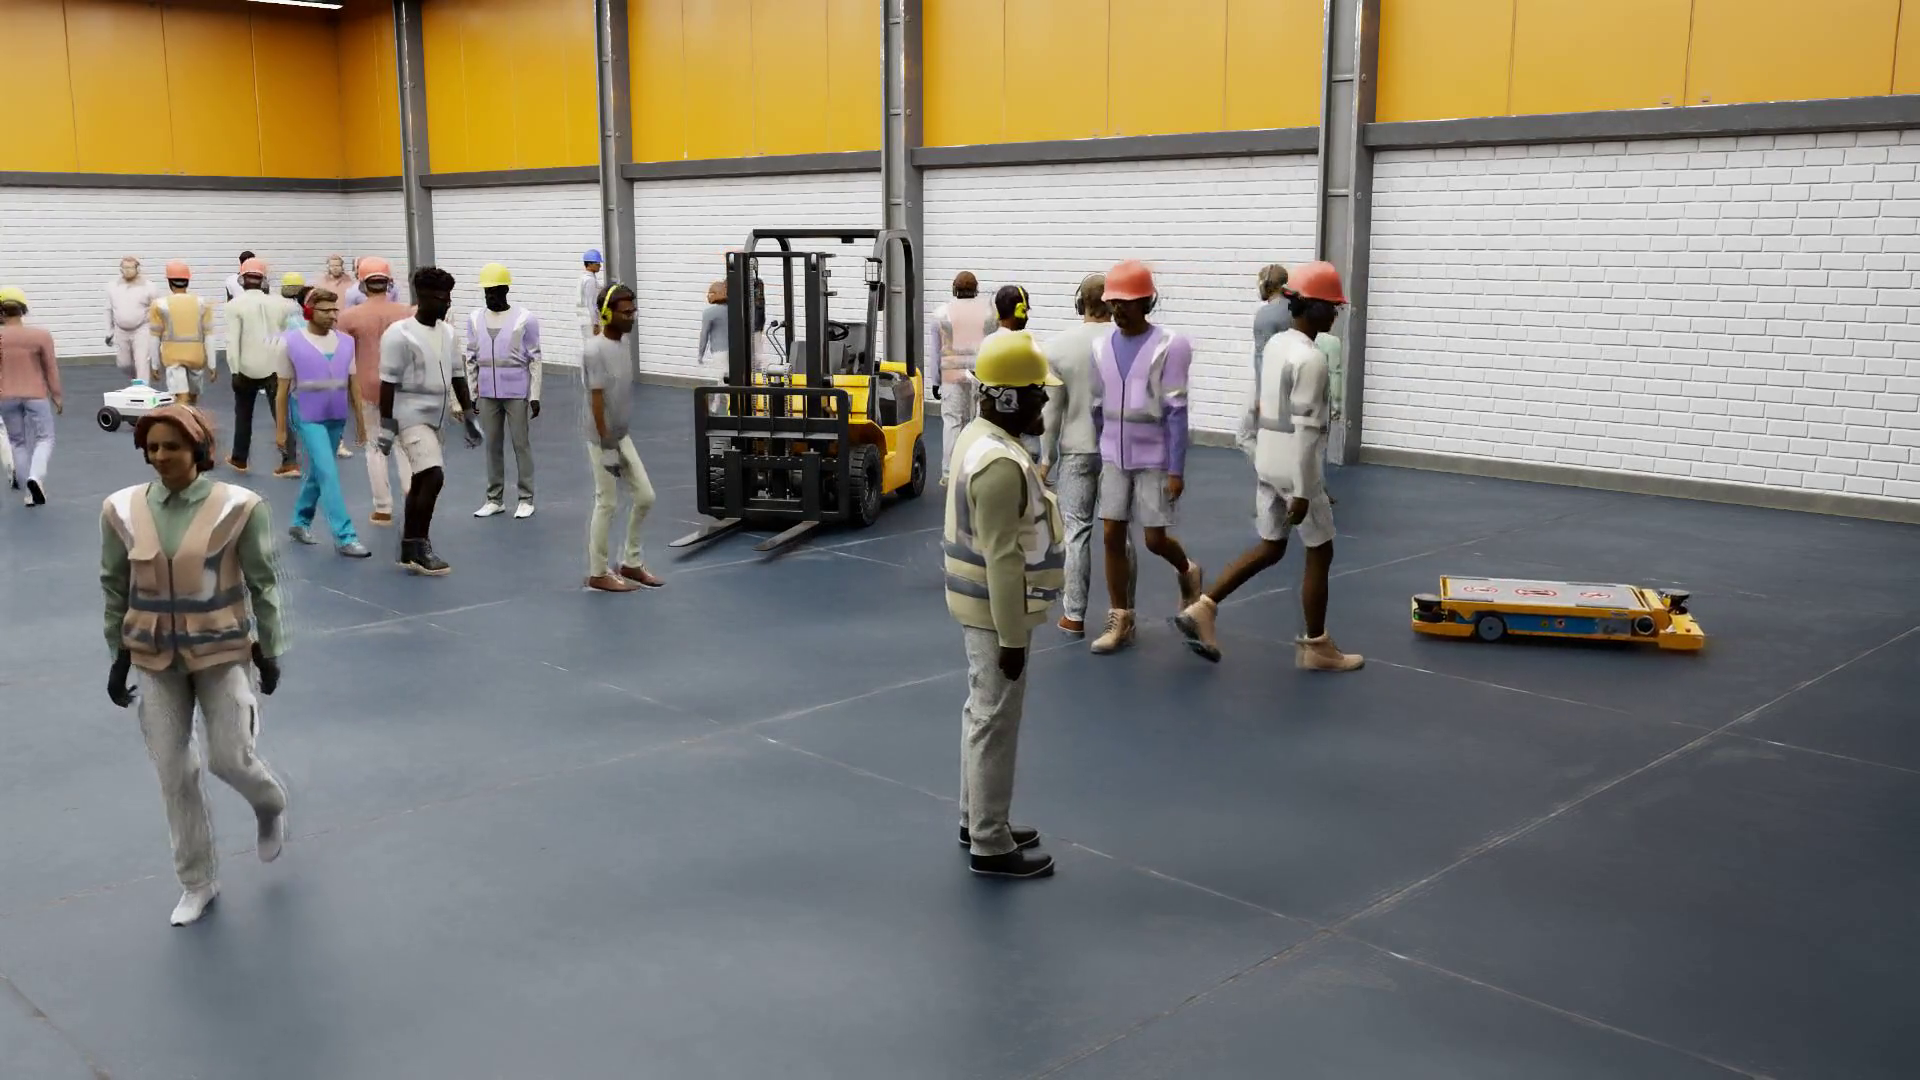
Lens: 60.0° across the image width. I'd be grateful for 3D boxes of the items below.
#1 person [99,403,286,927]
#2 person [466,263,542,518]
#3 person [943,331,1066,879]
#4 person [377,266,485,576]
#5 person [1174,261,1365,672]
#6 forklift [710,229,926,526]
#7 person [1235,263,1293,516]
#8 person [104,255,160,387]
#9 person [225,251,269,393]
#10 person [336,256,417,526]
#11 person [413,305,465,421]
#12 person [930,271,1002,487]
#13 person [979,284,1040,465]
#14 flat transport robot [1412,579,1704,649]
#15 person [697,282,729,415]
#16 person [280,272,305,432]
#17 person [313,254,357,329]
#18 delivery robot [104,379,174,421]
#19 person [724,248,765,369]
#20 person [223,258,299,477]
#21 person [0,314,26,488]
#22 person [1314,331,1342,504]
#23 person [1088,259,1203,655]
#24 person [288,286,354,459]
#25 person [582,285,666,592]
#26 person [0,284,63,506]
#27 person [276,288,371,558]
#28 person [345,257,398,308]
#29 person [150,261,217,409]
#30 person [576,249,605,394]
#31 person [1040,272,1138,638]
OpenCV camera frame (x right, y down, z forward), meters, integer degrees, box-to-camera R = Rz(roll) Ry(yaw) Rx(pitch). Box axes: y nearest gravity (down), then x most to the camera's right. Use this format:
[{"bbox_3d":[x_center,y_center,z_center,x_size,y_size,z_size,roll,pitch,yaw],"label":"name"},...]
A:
[{"bbox_3d":[-2.407,0.369,5.268,0.519,1.627,0.482,-1,10,-3],"label":"person"},{"bbox_3d":[-3.454,-1.121,12.564,0.595,1.925,0.371,2,11,11],"label":"person"},{"bbox_3d":[0.149,0.222,5.541,0.403,1.826,0.596,-1,10,-4],"label":"person"},{"bbox_3d":[-3.340,-0.748,10.500,0.641,1.932,0.619,3,11,16],"label":"person"},{"bbox_3d":[1.529,-0.335,8.058,0.860,2.021,0.612,-2,11,-10],"label":"person"},{"bbox_3d":[-1.050,-1.319,12.920,1.214,2.155,2.313,2,11,13],"label":"forklift"},{"bbox_3d":[2.330,-1.104,12.482,0.445,1.923,0.663,7,13,34],"label":"person"},{"bbox_3d":[-10.254,-2.588,20.669,0.653,1.889,0.709,-1,10,-6],"label":"person"},{"bbox_3d":[-9.563,-2.926,22.436,0.590,1.919,0.391,0,10,1],"label":"person"},{"bbox_3d":[-4.267,-1.086,12.238,0.619,1.982,0.432,-8,13,-37],"label":"person"},{"bbox_3d":[-5.975,-2.146,18.993,0.508,1.623,0.383,-6,12,-29],"label":"person"},{"bbox_3d":[0.053,-1.356,14.125,0.623,1.835,0.431,-1,10,-4],"label":"person"},{"bbox_3d":[0.232,-0.644,10.210,0.646,1.840,0.563,-5,12,-26],"label":"person"},{"bbox_3d":[3.171,0.376,8.922,1.431,0.197,0.652,3,11,15],"label":"flat transport robot"},{"bbox_3d":[-2.747,-2.119,18.890,0.517,1.585,0.871,-10,14,-43],"label":"person"},{"bbox_3d":[-7.206,-2.042,18.117,0.319,1.737,0.486,5,11,25],"label":"person"},{"bbox_3d":[-8.643,-3.030,23.132,0.651,1.877,0.887,-3,11,-18],"label":"person"},{"bbox_3d":[-8.980,-1.513,18.195,0.707,0.478,0.477,3,11,15],"label":"delivery robot"},{"bbox_3d":[-2.700,-2.641,20.719,0.619,1.977,0.589,-8,13,-39],"label":"person"},{"bbox_3d":[-6.223,-1.524,14.783,1.027,1.929,0.643,9,14,40],"label":"person"},{"bbox_3d":[-8.143,-1.253,14.166,0.522,1.615,0.757,-10,14,-42],"label":"person"},{"bbox_3d":[2.802,-1.095,13.227,0.507,1.632,0.268,9,14,41],"label":"person"},{"bbox_3d":[0.972,-0.437,8.592,0.624,2.012,0.770,8,13,37],"label":"person"},{"bbox_3d":[-6.266,-1.610,15.968,0.832,1.653,0.521,6,12,30],"label":"person"},{"bbox_3d":[-2.004,-0.578,9.844,0.560,1.839,0.568,3,11,17],"label":"person"},{"bbox_3d":[-7.314,-1.111,12.964,0.541,1.750,0.550,-3,11,-18],"label":"person"},{"bbox_3d":[-4.330,-0.805,11.241,0.986,1.793,0.574,6,12,31],"label":"person"},{"bbox_3d":[-6.777,-2.318,19.211,0.442,1.882,0.678,9,14,41],"label":"person"},{"bbox_3d":[-7.503,-1.747,16.086,0.556,1.895,0.972,-8,13,-38],"label":"person"},{"bbox_3d":[-4.928,-2.912,22.281,0.397,1.942,0.615,-4,11,-22],"label":"person"},{"bbox_3d":[0.727,-0.442,8.835,0.633,1.936,0.353,-1,10,-5],"label":"person"}]
